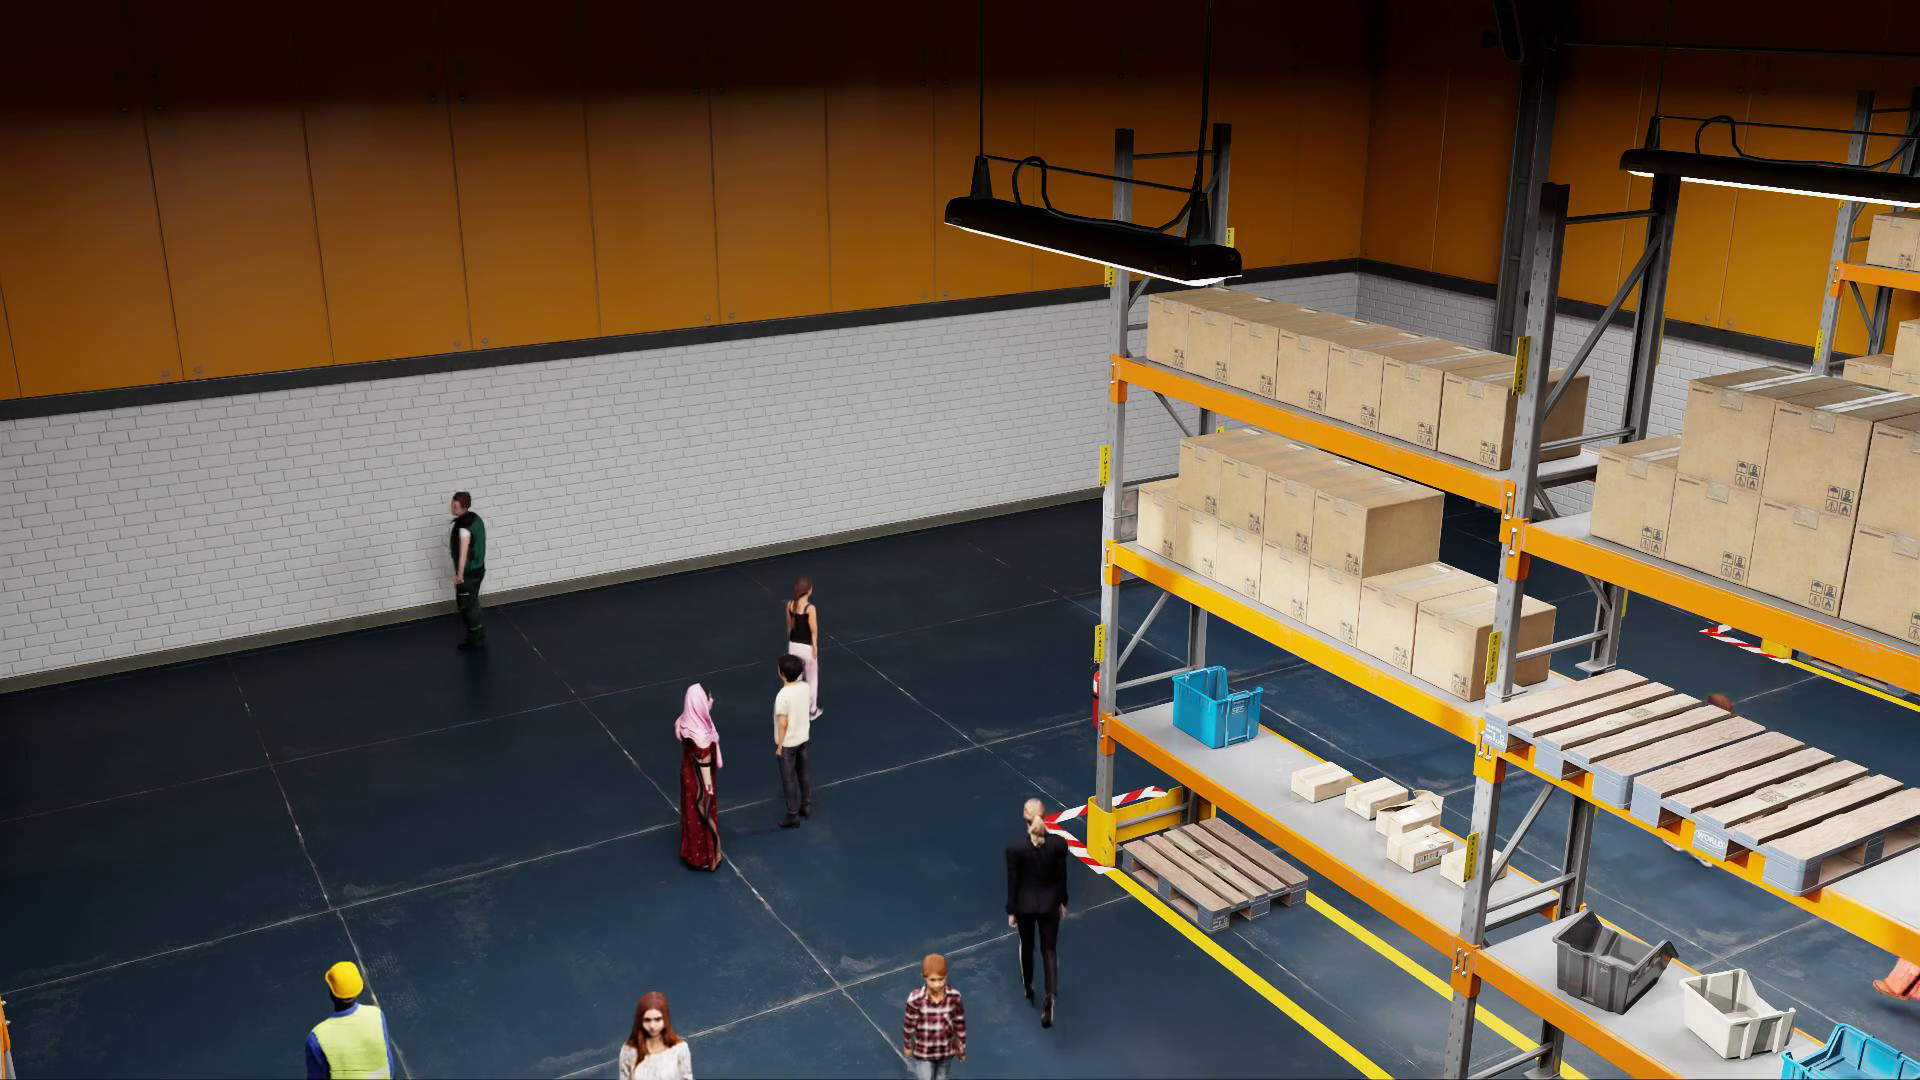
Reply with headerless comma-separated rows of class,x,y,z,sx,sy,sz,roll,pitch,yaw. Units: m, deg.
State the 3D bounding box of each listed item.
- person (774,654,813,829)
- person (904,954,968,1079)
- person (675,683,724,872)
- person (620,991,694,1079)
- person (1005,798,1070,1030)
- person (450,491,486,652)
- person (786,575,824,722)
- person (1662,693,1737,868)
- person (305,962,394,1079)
person,-1.450,1.733,14.402,0.628,1.589,0.655,12,22,31
person,-0.175,3.177,10.572,0.614,1.297,0.641,-4,19,-12
person,-2.158,1.941,13.718,0.800,1.631,0.623,-6,20,-18
person,-1.742,3.306,9.526,0.748,1.720,0.866,-2,19,-7
person,0.555,2.624,11.603,0.881,1.688,1.072,-2,19,-6
person,-5.398,0.324,18.222,0.839,1.821,0.727,5,19,14
person,-1.584,1.101,16.338,0.880,1.550,0.867,9,21,25
person,6.232,2.008,13.752,0.689,1.482,0.825,-5,19,-15
person,-3.435,3.265,9.520,0.862,1.801,0.781,17,25,41
